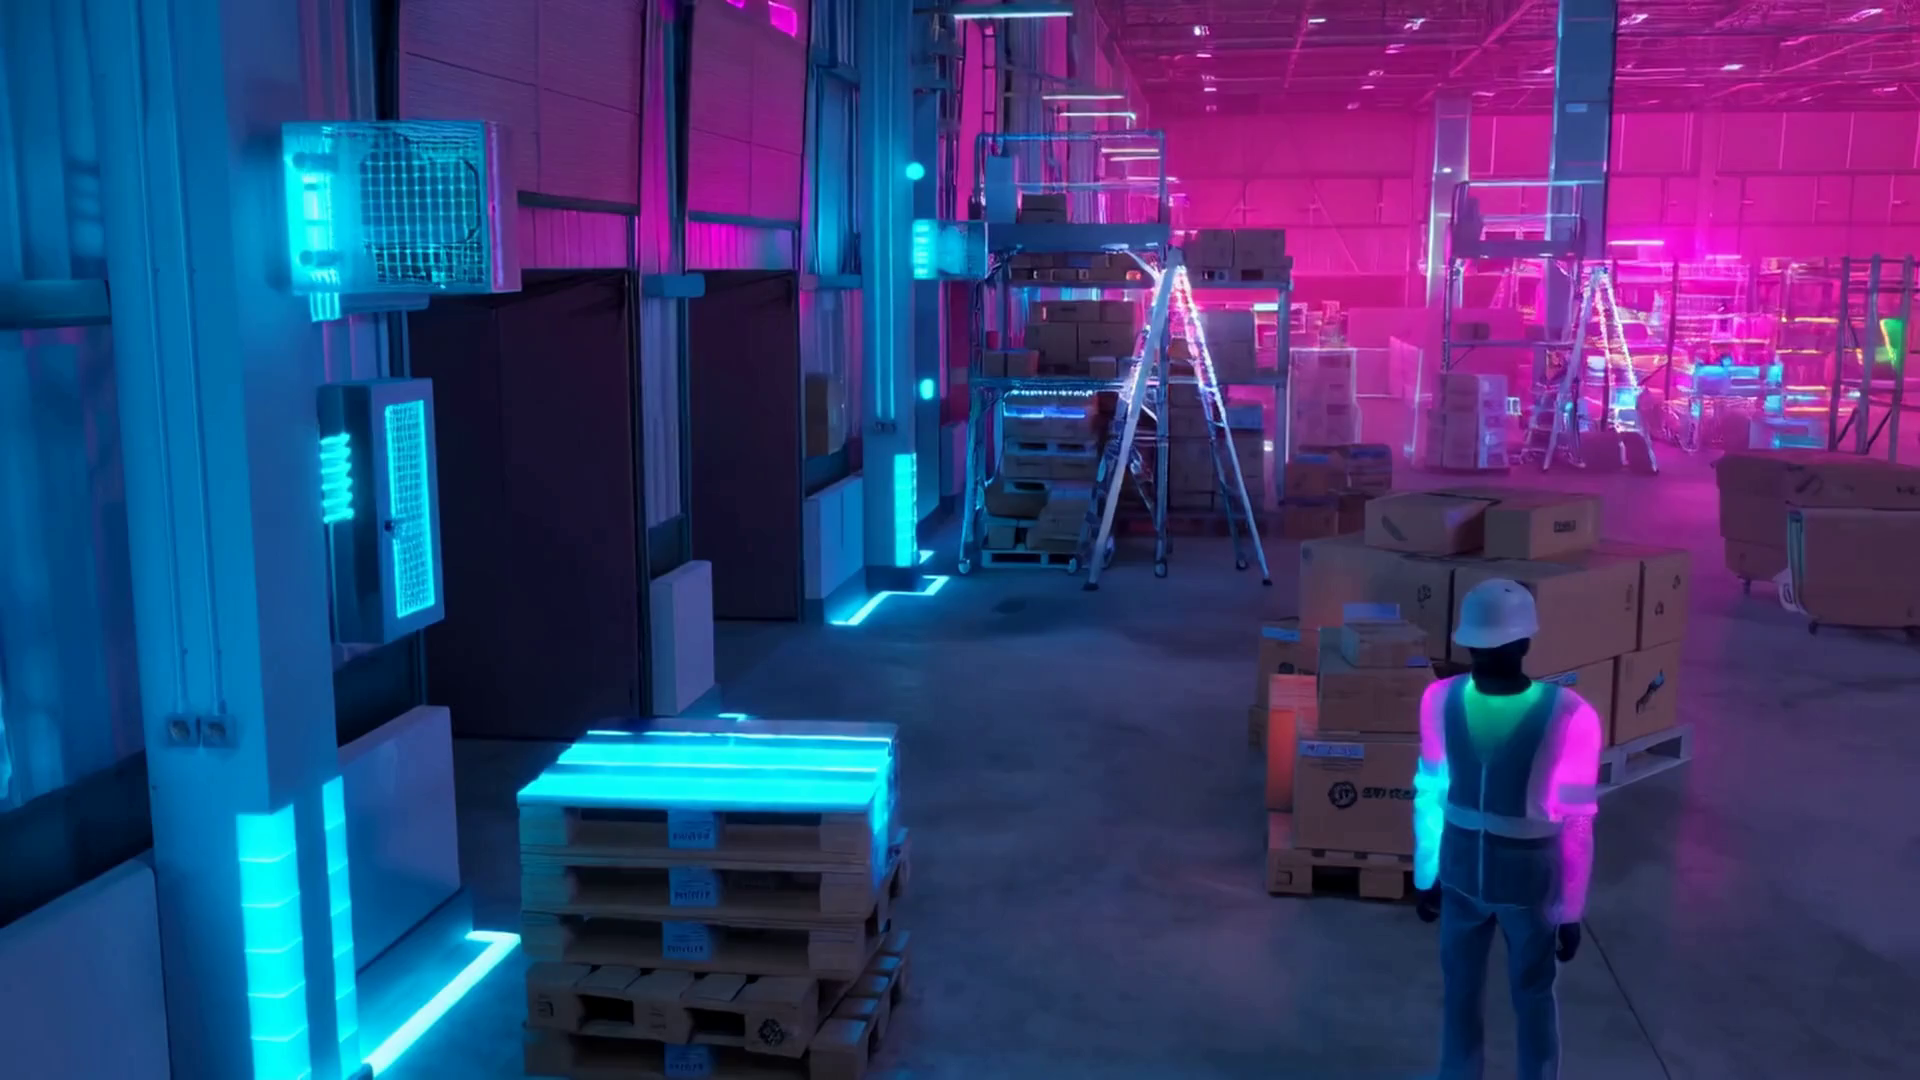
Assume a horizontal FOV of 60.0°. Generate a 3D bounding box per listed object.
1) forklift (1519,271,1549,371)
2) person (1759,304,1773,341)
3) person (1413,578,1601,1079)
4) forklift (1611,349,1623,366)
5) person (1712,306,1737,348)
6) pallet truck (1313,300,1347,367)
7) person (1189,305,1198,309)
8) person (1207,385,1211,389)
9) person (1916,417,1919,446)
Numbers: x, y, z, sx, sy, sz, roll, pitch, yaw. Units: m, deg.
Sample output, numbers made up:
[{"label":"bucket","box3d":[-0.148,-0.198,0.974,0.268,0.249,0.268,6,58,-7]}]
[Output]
[{"label":"forklift","box3d":[16.599,-6.031,45.960,1.873,2.768,1.129,-3,10,-17]},{"label":"person","box3d":[22.168,-5.533,45.817,0.362,1.933,0.633,2,9,9]},{"label":"person","box3d":[1.668,1.061,5.192,0.586,1.918,0.398,8,12,41]},{"label":"forklift","box3d":[15.413,-5.271,41.272,1.873,2.768,1.129,1,9,9]},{"label":"person","box3d":[20.343,-5.271,44.336,0.575,1.881,0.996,6,11,35]},{"label":"pallet truck","box3d":[11.159,-6.200,49.718,0.823,1.965,1.885,4,10,26]},{"label":"person","box3d":[6.234,-5.350,44.697,0.544,1.930,0.388,-5,11,-29]},{"label":"person","box3d":[5.226,-3.647,35.107,0.313,1.634,0.515,-5,10,-27]},{"label":"person","box3d":[15.735,-2.369,26.897,0.319,1.739,0.485,8,12,42]}]
